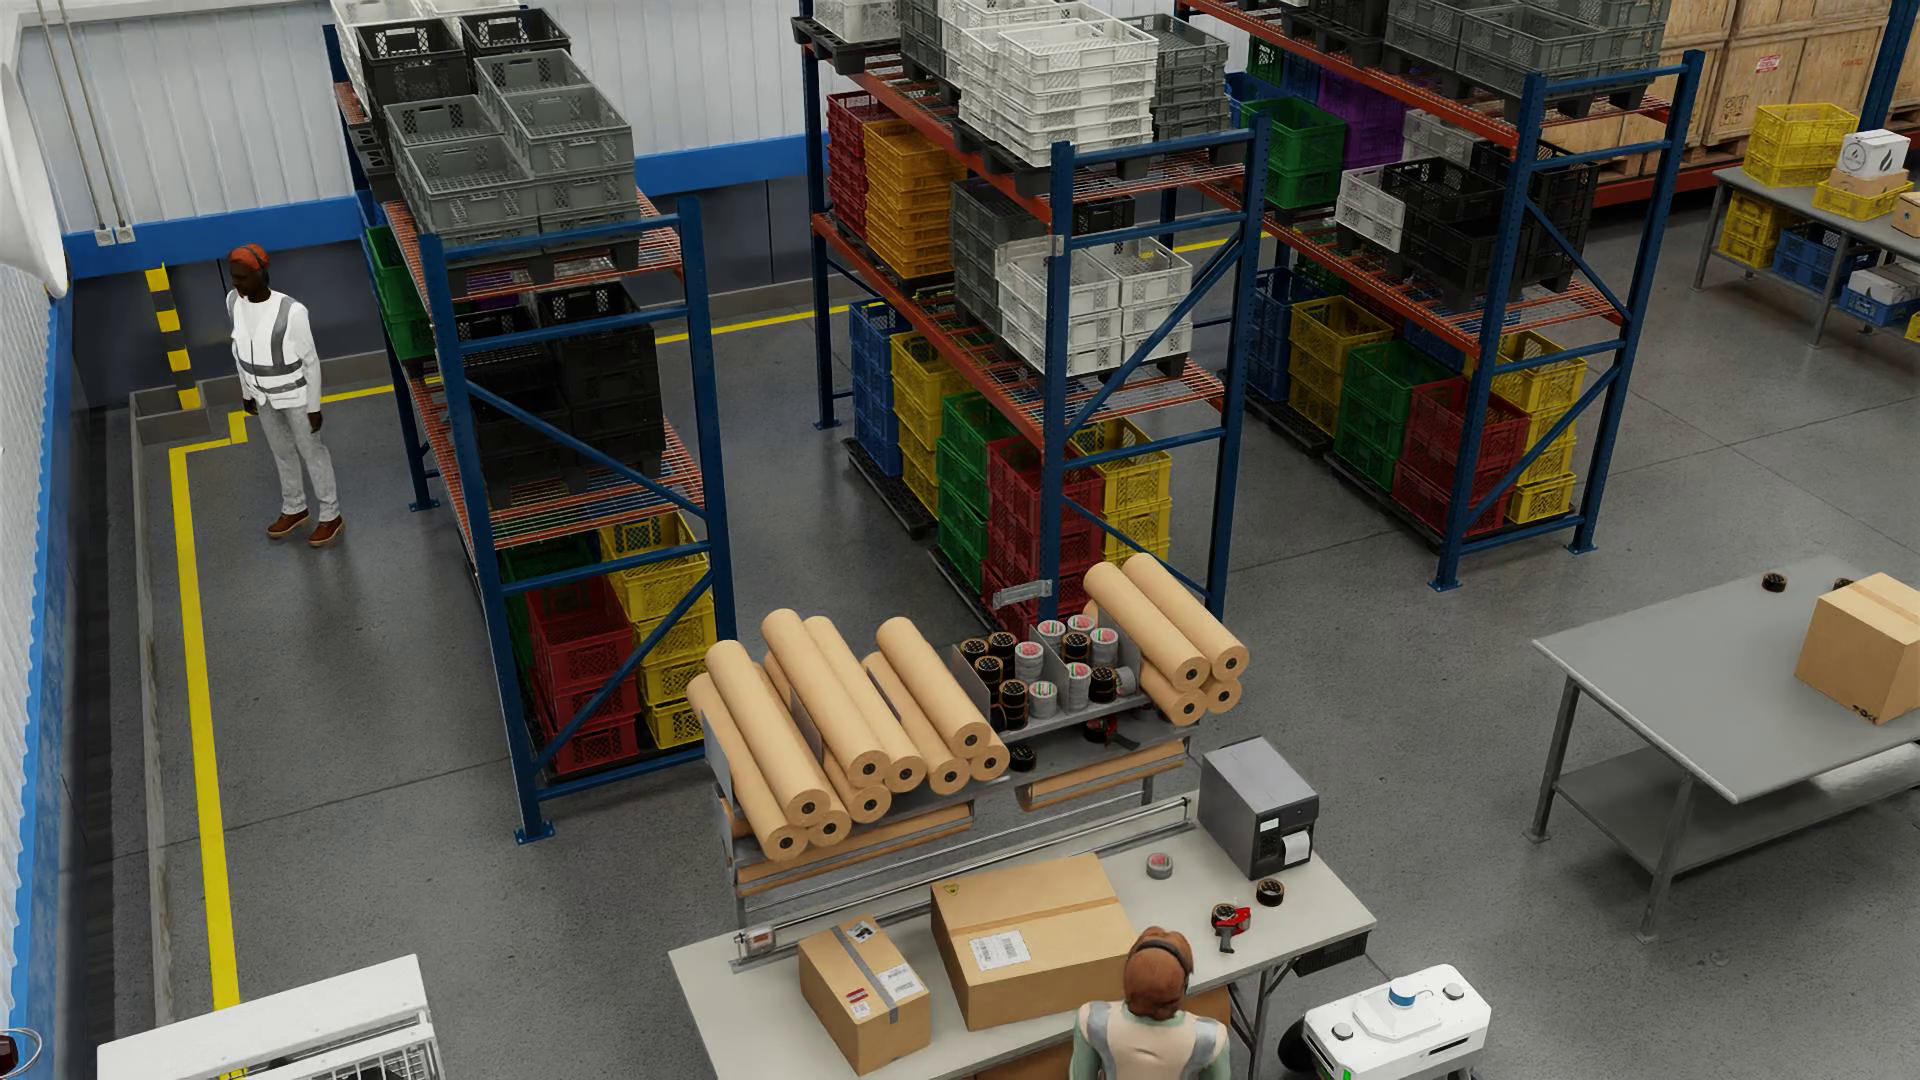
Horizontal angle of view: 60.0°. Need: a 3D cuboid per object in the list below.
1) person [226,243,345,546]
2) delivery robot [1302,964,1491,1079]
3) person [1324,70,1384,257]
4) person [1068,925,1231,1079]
[{"bbox_3d":[-3.996,-0.844,9.790,0.574,1.883,0.355,12,34,19],"label":"person"},{"bbox_3d":[1.699,1.912,6.484,0.707,0.478,0.477,-13,34,-19],"label":"delivery robot"},{"bbox_3d":[3.292,-3.305,13.744,0.629,1.933,0.365,20,37,28],"label":"person"},{"bbox_3d":[0.609,1.946,5.489,0.523,1.636,0.311,5,32,8],"label":"person"}]
